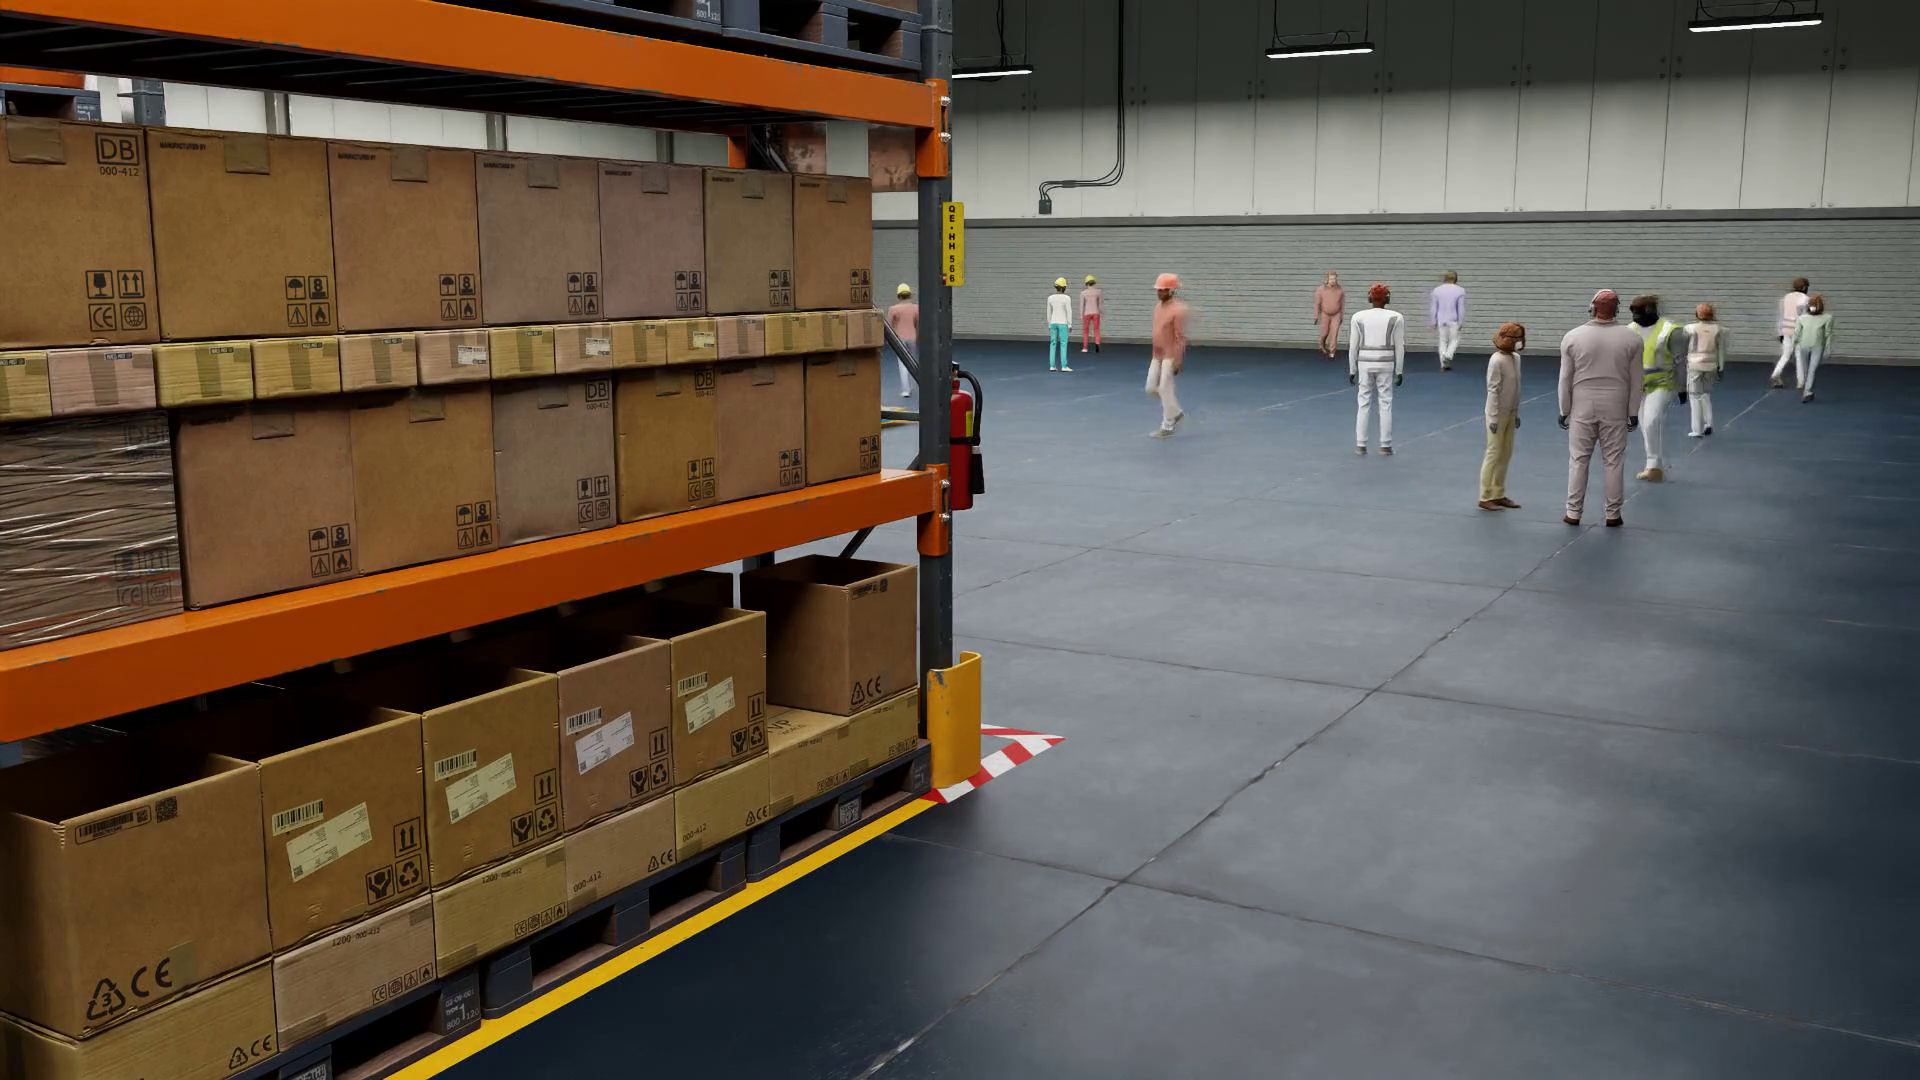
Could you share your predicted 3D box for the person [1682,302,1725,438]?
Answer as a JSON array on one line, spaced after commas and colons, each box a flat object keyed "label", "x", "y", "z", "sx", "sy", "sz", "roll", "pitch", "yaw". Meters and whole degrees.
[{"label": "person", "x": 8.907, "y": -2.040, "z": 20.019, "sx": 0.511, "sy": 1.622, "sz": 0.397, "roll": 0, "pitch": 10, "yaw": 1}]

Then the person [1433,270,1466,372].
[{"label": "person", "x": 9.195, "y": -4.119, "z": 31.312, "sx": 0.629, "sy": 1.926, "sz": 0.457, "roll": 7, "pitch": 12, "yaw": 37}]

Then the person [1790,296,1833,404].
[{"label": "person", "x": 12.629, "y": -2.822, "z": 24.687, "sx": 0.521, "sy": 1.583, "sz": 0.872, "roll": 8, "pitch": 13, "yaw": 41}]

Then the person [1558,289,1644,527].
[{"label": "person", "x": 5.158, "y": -1.059, "z": 13.419, "sx": 0.643, "sy": 1.913, "sz": 0.408, "roll": 3, "pitch": 10, "yaw": 19}]

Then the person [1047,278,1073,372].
[{"label": "person", "x": 1.890, "y": -4.056, "z": 31.386, "sx": 0.523, "sy": 1.769, "sz": 0.317, "roll": 7, "pitch": 12, "yaw": 35}]

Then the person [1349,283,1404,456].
[{"label": "person", "x": 4.549, "y": -1.859, "z": 18.179, "sx": 0.584, "sy": 1.882, "sz": 0.337, "roll": 4, "pitch": 10, "yaw": 20}]

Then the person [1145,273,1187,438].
[{"label": "person", "x": 2.492, "y": -2.207, "z": 19.945, "sx": 0.480, "sy": 1.974, "sz": 0.635, "roll": -4, "pitch": 11, "yaw": -23}]

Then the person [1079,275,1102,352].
[{"label": "person", "x": 2.956, "y": -5.091, "z": 37.494, "sx": 0.547, "sy": 1.755, "sz": 0.595, "roll": -1, "pitch": 10, "yaw": -7}]

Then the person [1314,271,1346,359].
[{"label": "person", "x": 7.858, "y": -4.785, "z": 35.379, "sx": 0.652, "sy": 1.875, "sz": 0.623, "roll": 1, "pitch": 10, "yaw": 5}]

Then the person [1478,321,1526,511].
[{"label": "person", "x": 4.659, "y": -1.057, "z": 14.255, "sx": 0.295, "sy": 1.624, "sz": 0.507, "roll": 9, "pitch": 13, "yaw": 42}]

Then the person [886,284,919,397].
[{"label": "person", "x": -0.891, "y": -3.100, "z": 25.871, "sx": 0.552, "sy": 1.725, "sz": 0.852, "roll": -3, "pitch": 10, "yaw": -16}]

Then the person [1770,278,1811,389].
[{"label": "person", "x": 13.703, "y": -3.387, "z": 27.303, "sx": 0.660, "sy": 1.831, "sz": 0.640, "roll": -4, "pitch": 10, "yaw": -20}]

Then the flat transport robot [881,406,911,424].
[{"label": "flat transport robot", "x": -1.245, "y": -1.563, "z": 21.163, "sx": 0.652, "sy": 0.197, "sz": 1.431, "roll": 6, "pitch": 11, "yaw": 30}]

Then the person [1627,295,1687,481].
[{"label": "person", "x": 6.684, "y": -1.466, "z": 16.120, "sx": 0.689, "sy": 1.801, "sz": 0.645, "roll": -6, "pitch": 11, "yaw": -30}]
